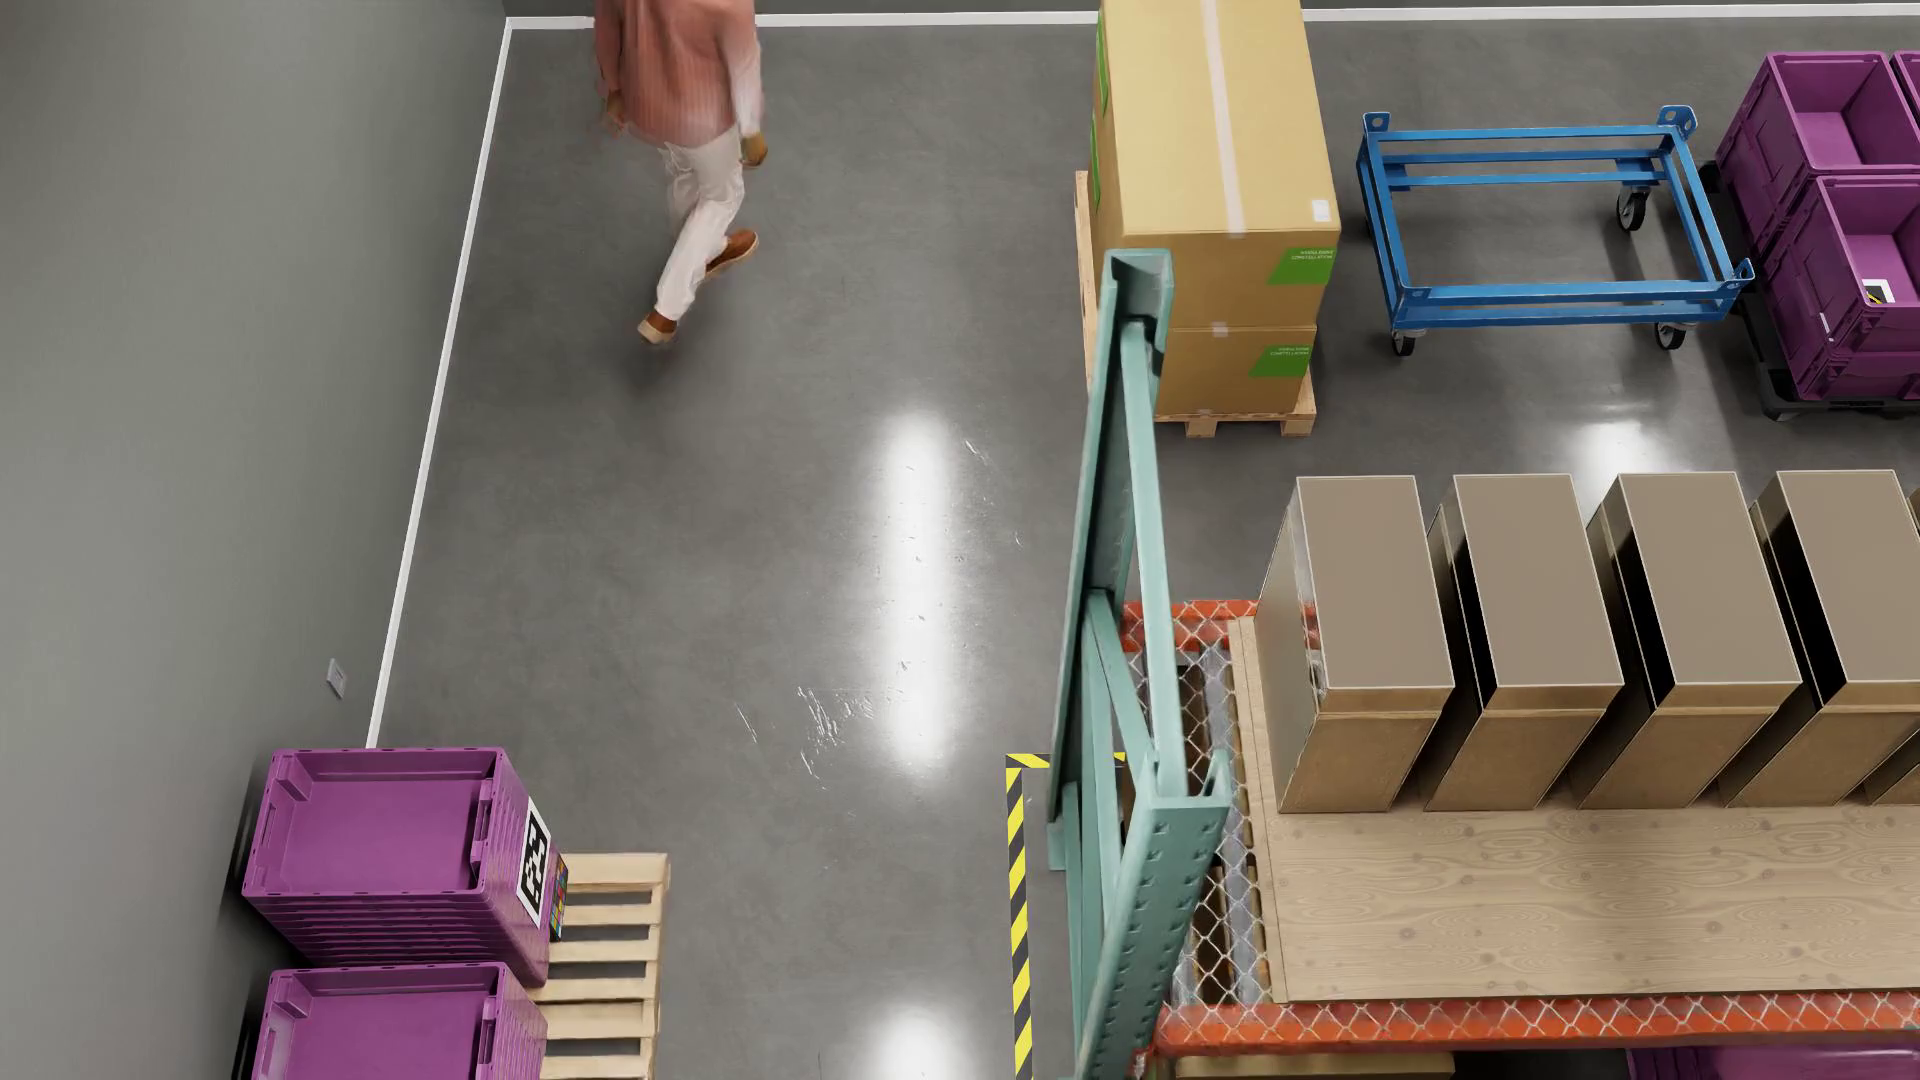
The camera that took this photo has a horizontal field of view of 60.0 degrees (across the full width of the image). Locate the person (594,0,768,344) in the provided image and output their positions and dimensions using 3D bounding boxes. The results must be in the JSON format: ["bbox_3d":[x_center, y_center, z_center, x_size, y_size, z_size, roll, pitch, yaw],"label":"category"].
[{"bbox_3d":[-0.964,-1.439,5.559,0.636,1.959,0.738,33,63,19],"label":"person"}]
